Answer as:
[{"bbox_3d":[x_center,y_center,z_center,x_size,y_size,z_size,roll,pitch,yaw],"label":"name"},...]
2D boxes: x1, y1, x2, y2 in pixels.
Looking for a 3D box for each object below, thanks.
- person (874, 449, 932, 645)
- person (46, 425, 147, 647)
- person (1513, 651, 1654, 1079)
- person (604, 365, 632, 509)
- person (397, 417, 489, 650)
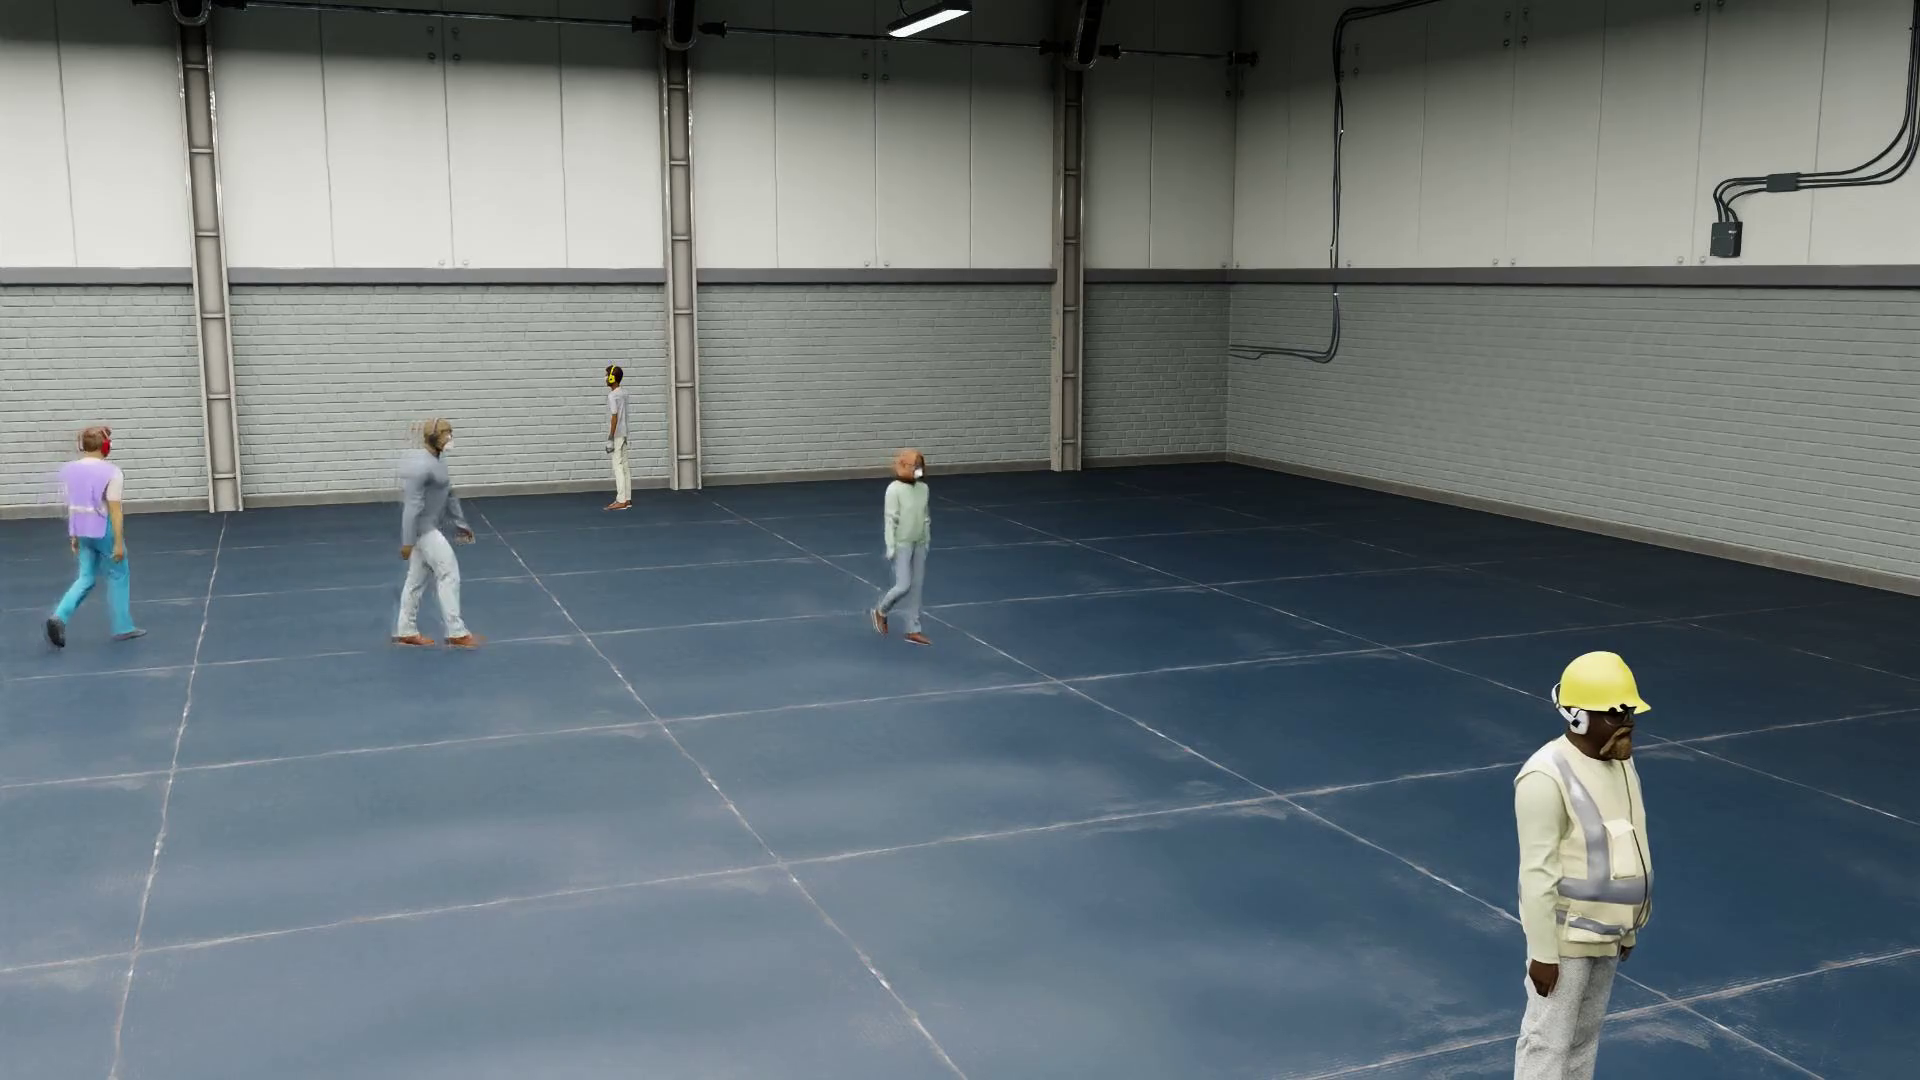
[{"bbox_3d":[-0.454,0.050,13.691,0.458,1.619,0.520,8,12,41],"label":"person"},{"bbox_3d":[-7.094,-0.025,13.579,0.576,1.822,0.793,3,10,18],"label":"person"},{"bbox_3d":[2.040,1.262,5.441,0.588,1.835,0.403,-9,12,-43],"label":"person"},{"bbox_3d":[-4.461,-1.328,21.594,0.329,1.872,0.508,1,9,9],"label":"person"},{"bbox_3d":[-4.202,-0.045,13.468,0.898,1.893,0.634,-1,9,-8],"label":"person"}]
